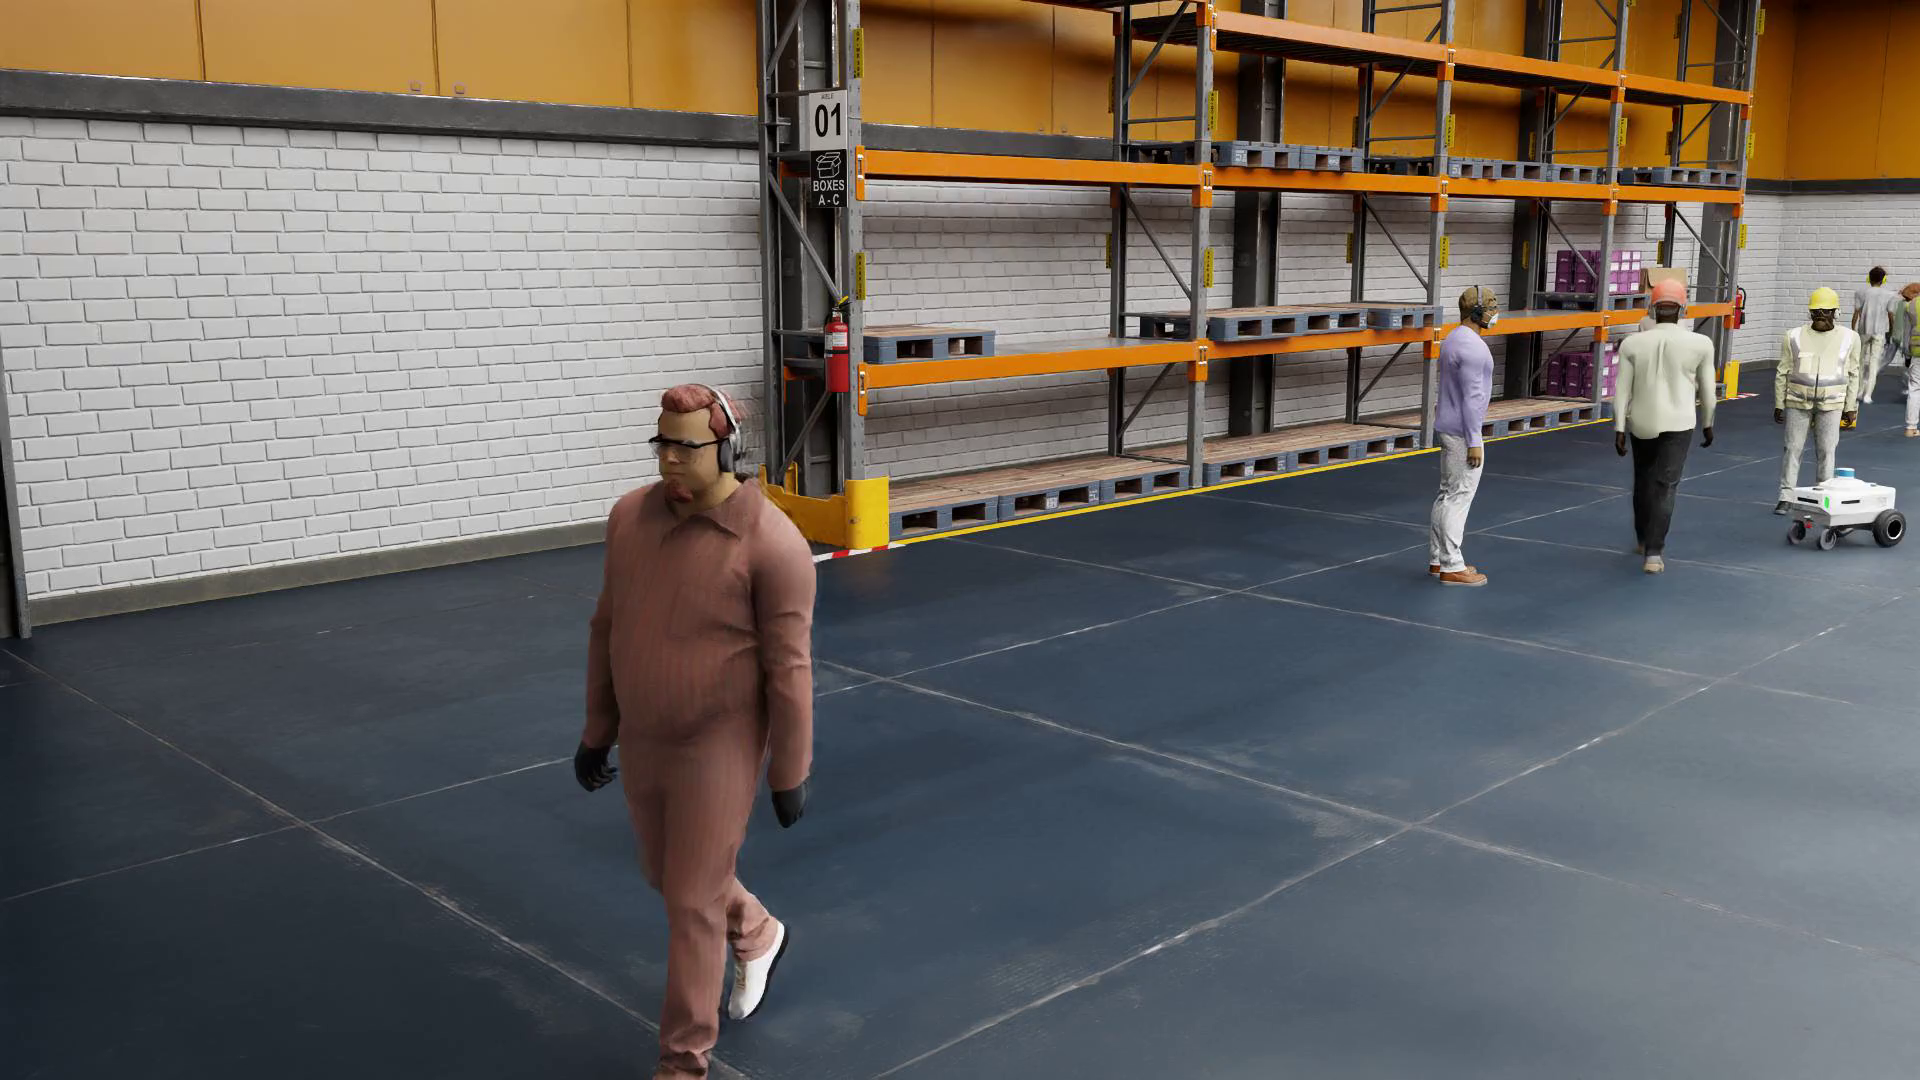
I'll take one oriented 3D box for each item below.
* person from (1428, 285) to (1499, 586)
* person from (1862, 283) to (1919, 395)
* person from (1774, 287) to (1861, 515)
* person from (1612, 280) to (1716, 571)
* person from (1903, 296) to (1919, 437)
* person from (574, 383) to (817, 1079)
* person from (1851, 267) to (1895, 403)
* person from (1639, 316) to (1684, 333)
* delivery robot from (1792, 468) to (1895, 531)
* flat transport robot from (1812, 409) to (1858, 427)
[{"bbox_3d":[3.236,-0.667,10.702,0.368,1.932,0.623,1,10,8],"label":"person"},{"bbox_3d":[13.167,-2.819,23.349,0.837,1.587,0.509,0,10,-1],"label":"person"},{"bbox_3d":[6.824,-1.094,13.277,0.600,1.831,0.404,5,12,27],"label":"person"},{"bbox_3d":[4.798,-0.789,11.339,0.617,1.941,1.039,7,12,32],"label":"person"},{"bbox_3d":[10.782,-2.040,18.430,0.429,1.840,0.624,-8,13,-38],"label":"person"},{"bbox_3d":[-0.676,0.516,4.375,0.649,1.878,0.865,7,13,35],"label":"person"},{"bbox_3d":[12.322,-2.767,22.481,0.521,1.821,0.976,6,12,28],"label":"person"},{"bbox_3d":[7.712,-1.924,18.378,0.522,1.615,0.384,9,14,41],"label":"person"},{"bbox_3d":[6.407,-0.278,12.060,0.707,0.478,0.477,-4,11,-21],"label":"delivery robot"},{"bbox_3d":[10.389,-1.533,19.931,0.652,0.197,1.431,6,12,28],"label":"flat transport robot"}]
